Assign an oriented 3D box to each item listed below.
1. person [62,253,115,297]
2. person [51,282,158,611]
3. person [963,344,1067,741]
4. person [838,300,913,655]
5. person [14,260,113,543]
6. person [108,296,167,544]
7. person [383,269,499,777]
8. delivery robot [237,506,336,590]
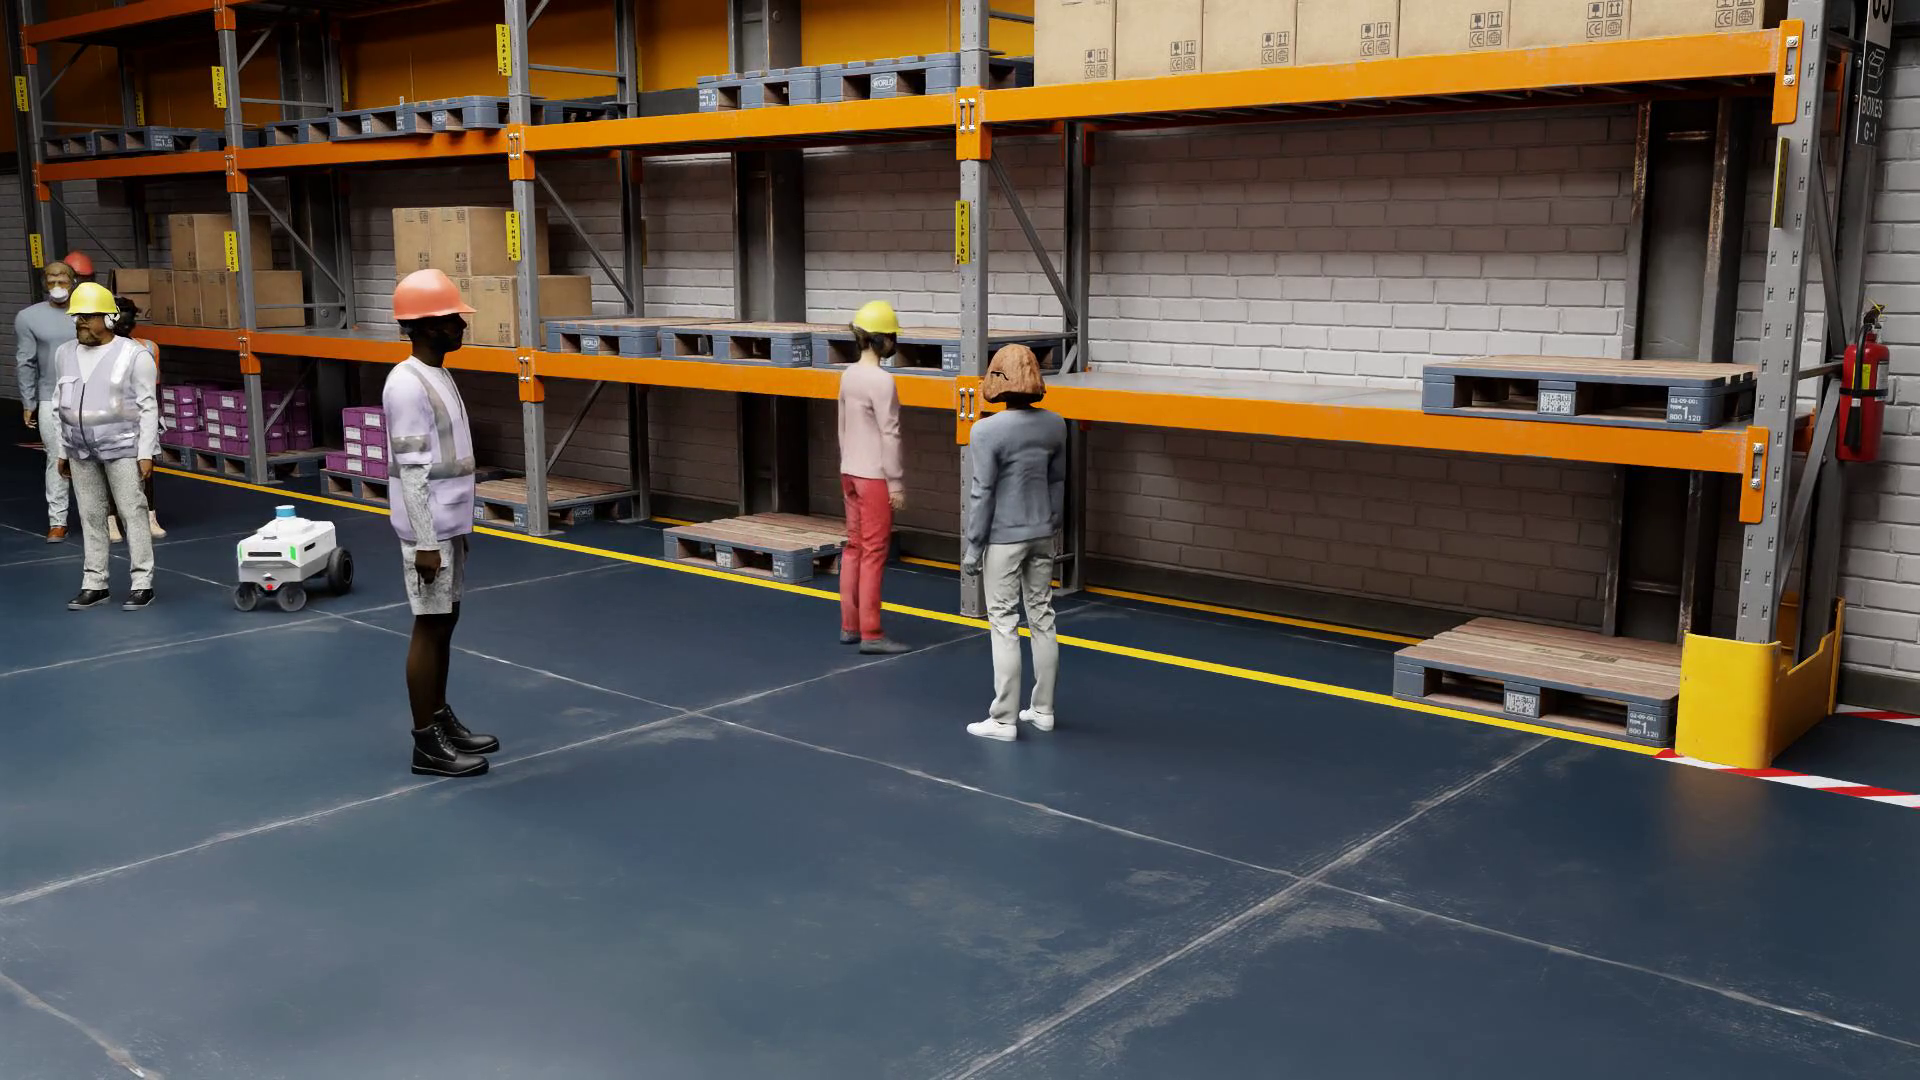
[{"bbox_3d":[-7.526,-1.478,14.388,0.610,1.992,1.080,-7,12,-35],"label":"person"},{"bbox_3d":[-4.782,-0.513,9.293,0.590,1.833,0.404,1,10,4],"label":"person"},{"bbox_3d":[0.227,0.012,6.871,0.502,1.633,0.280,-8,13,-40],"label":"person"},{"bbox_3d":[-0.424,-0.314,8.352,0.325,1.767,0.533,-5,11,-28],"label":"person"},{"bbox_3d":[-6.126,-0.948,11.470,0.635,1.936,0.354,-5,11,-26],"label":"person"},{"bbox_3d":[-5.757,-0.831,11.497,0.319,1.692,0.539,9,13,41],"label":"person"},{"bbox_3d":[-2.009,-0.064,6.422,0.342,1.942,0.552,-1,10,-6],"label":"person"},{"bbox_3d":[-3.827,0.048,9.470,0.477,0.478,0.707,0,10,-2],"label":"delivery robot"}]
